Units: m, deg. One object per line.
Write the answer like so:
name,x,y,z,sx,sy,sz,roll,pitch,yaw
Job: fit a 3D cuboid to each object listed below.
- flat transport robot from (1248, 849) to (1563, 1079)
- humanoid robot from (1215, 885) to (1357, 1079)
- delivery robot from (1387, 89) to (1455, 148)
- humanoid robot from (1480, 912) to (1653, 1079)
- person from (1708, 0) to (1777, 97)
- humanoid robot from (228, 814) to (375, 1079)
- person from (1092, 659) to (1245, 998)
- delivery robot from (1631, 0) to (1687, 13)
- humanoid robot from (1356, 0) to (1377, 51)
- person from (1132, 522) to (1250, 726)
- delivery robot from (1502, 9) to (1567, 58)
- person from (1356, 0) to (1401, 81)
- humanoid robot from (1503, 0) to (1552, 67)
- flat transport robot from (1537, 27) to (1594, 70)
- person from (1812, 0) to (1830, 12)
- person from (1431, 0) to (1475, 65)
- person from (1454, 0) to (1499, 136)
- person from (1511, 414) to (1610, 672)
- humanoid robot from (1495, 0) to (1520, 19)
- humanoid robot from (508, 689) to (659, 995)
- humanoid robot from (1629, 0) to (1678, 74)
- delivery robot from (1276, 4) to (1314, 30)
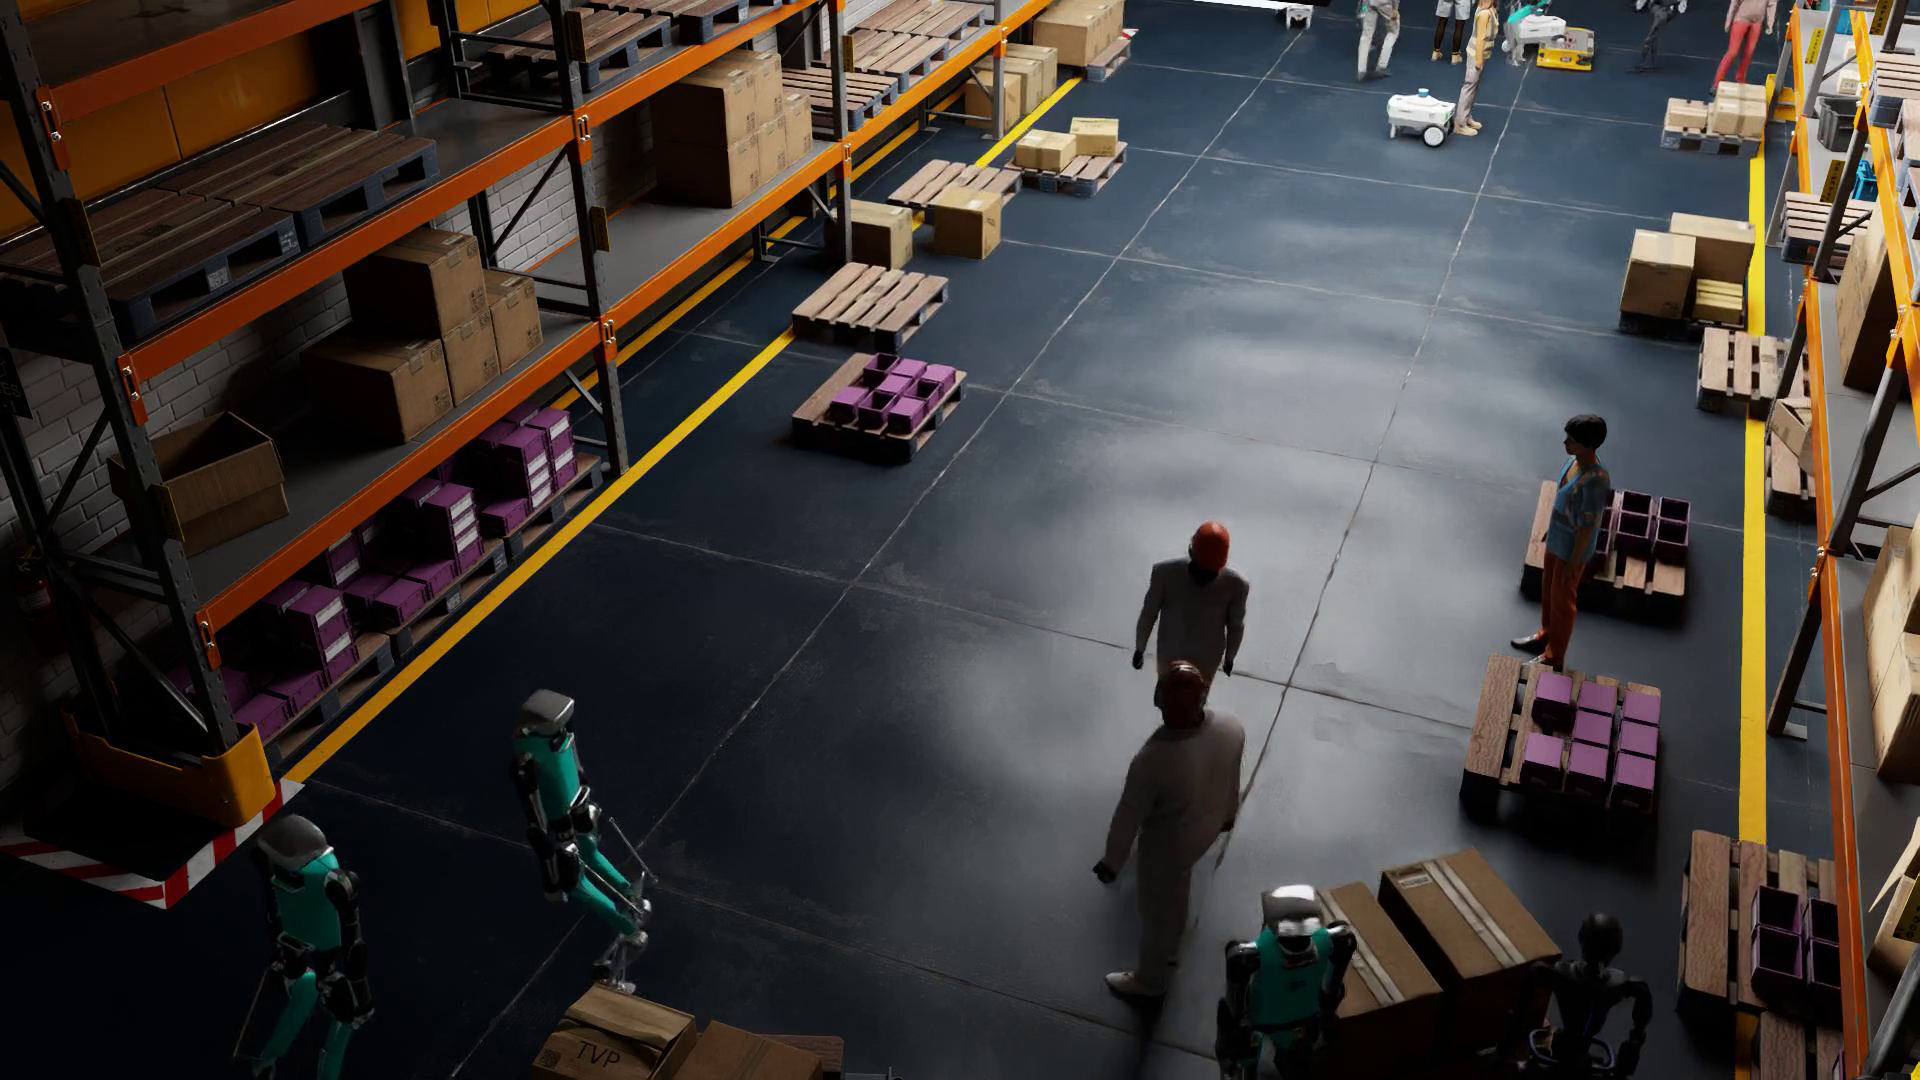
flat transport robot,2.042,2.445,7.807,0.659,0.231,1.431,-10,34,-15
humanoid robot,1.286,1.993,7.155,0.546,1.766,0.794,-4,33,-6
delivery robot,5.185,-4.769,18.694,0.749,0.578,0.505,15,36,22
humanoid robot,2.492,2.198,6.900,0.586,1.652,0.334,6,33,9
person,9.349,-6.136,19.727,0.582,1.743,0.389,-6,33,-9
humanoid robot,-2.839,2.076,7.138,0.545,1.908,0.707,15,36,22
person,0.973,1.389,7.955,0.750,1.884,0.482,-24,40,-32
delivery robot,9.738,-7.541,23.007,0.808,0.604,0.499,-20,38,-27
humanoid robot,5.222,-6.975,21.057,0.805,1.789,0.530,-21,39,-29
person,1.304,0.566,9.386,0.589,1.708,0.826,10,34,15
delivery robot,7.420,-6.546,21.447,0.774,0.581,0.499,-8,34,-12
person,5.163,-6.556,20.254,0.644,1.872,0.570,-25,41,-34
humanoid robot,7.154,-6.834,20.844,0.752,1.800,0.530,26,41,34
flat transport robot,7.801,-6.353,21.424,0.659,0.231,1.431,10,34,15
person,10.813,-6.779,20.612,0.541,1.864,0.371,-18,37,-26
person,6.232,-6.837,20.859,0.532,1.693,0.320,23,39,31
person,5.838,-5.431,18.615,0.337,1.768,0.455,12,35,18
person,3.707,0.026,10.181,0.332,1.759,0.498,2,33,2
humanoid robot,7.210,-7.330,21.683,0.615,1.618,0.776,14,35,20
humanoid robot,-1.715,1.493,7.922,0.665,1.784,0.559,6,33,9
humanoid robot,8.643,-6.612,20.528,0.443,1.640,0.602,-2,33,-3
delivery robot,4.579,-7.273,22.582,0.499,0.592,0.783,2,33,3
